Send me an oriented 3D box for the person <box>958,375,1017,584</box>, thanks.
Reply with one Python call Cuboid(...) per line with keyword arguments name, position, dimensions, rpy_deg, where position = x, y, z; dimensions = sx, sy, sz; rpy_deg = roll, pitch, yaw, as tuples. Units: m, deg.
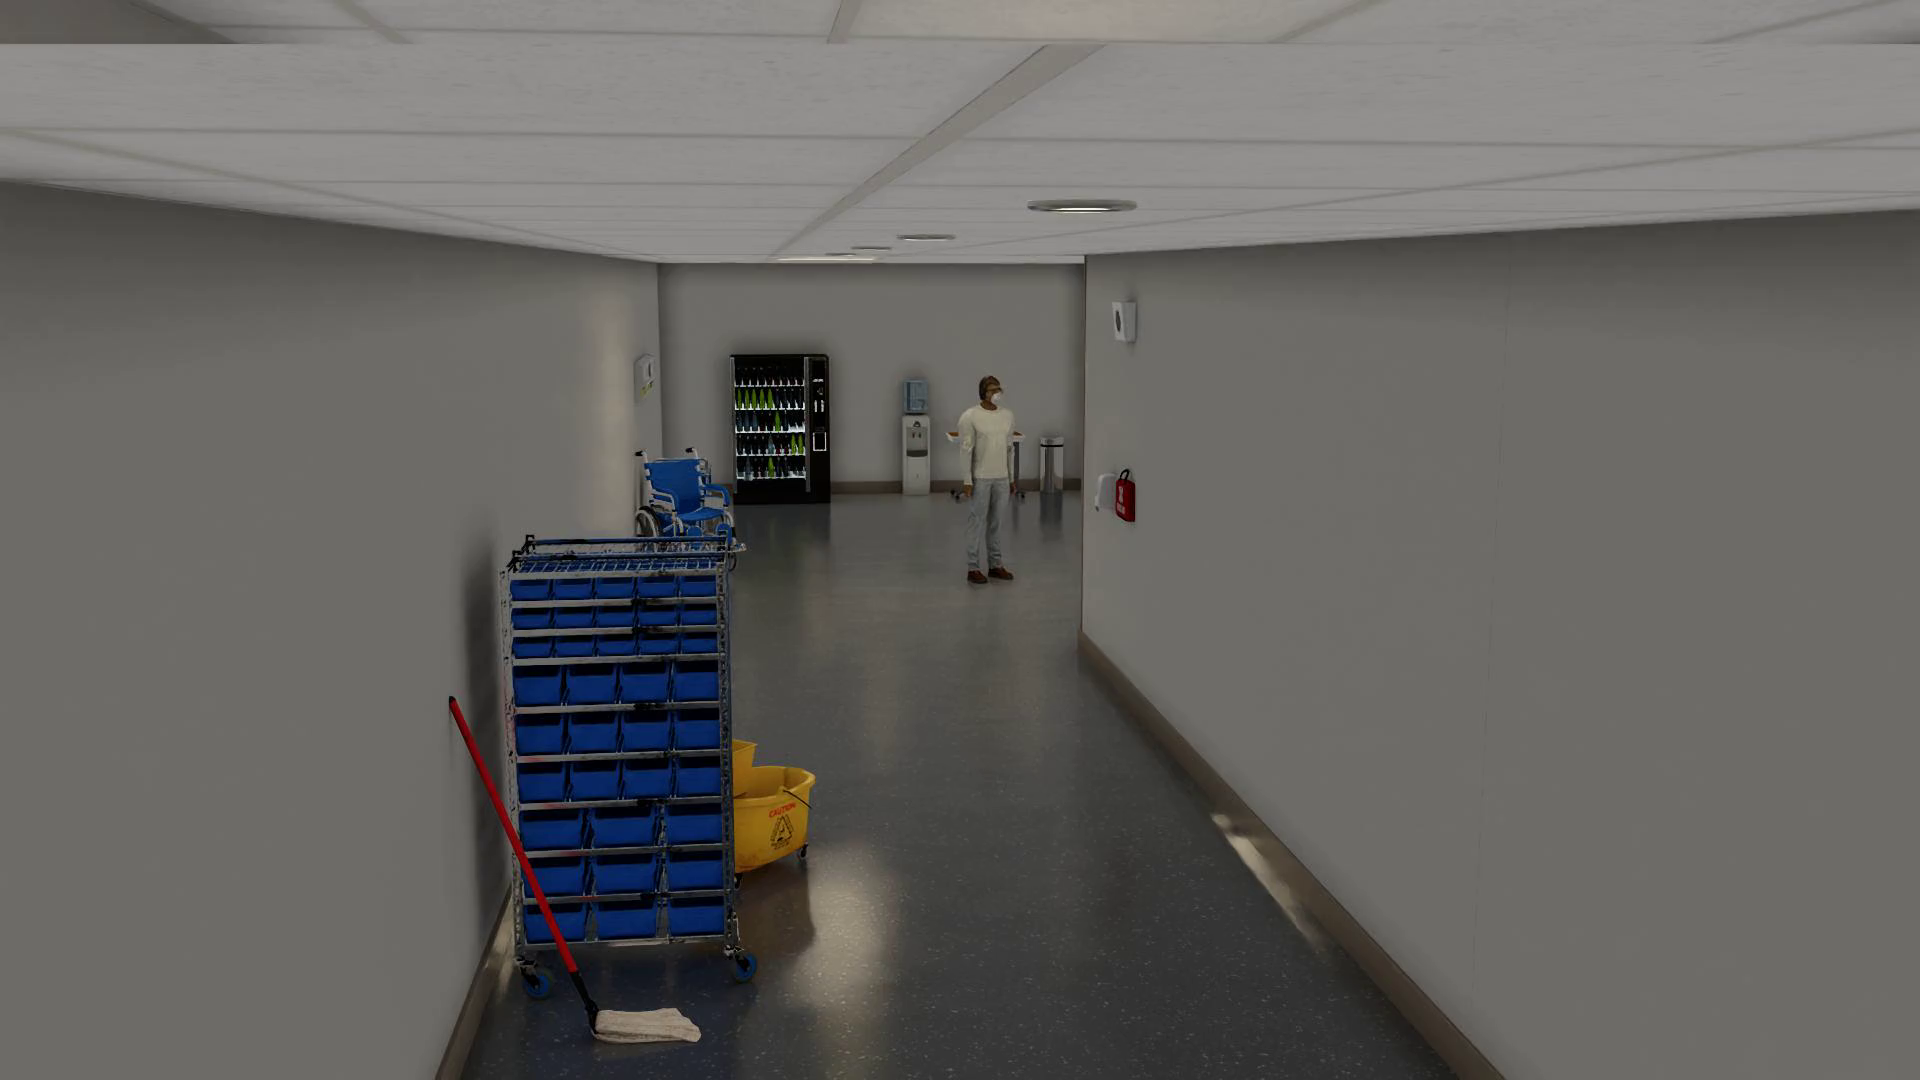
Cuboid(name="person", position=(0.272, -0.569, 15.594), dimensions=(0.632, 1.940, 0.372), rpy_deg=(-7, 11, -37))
